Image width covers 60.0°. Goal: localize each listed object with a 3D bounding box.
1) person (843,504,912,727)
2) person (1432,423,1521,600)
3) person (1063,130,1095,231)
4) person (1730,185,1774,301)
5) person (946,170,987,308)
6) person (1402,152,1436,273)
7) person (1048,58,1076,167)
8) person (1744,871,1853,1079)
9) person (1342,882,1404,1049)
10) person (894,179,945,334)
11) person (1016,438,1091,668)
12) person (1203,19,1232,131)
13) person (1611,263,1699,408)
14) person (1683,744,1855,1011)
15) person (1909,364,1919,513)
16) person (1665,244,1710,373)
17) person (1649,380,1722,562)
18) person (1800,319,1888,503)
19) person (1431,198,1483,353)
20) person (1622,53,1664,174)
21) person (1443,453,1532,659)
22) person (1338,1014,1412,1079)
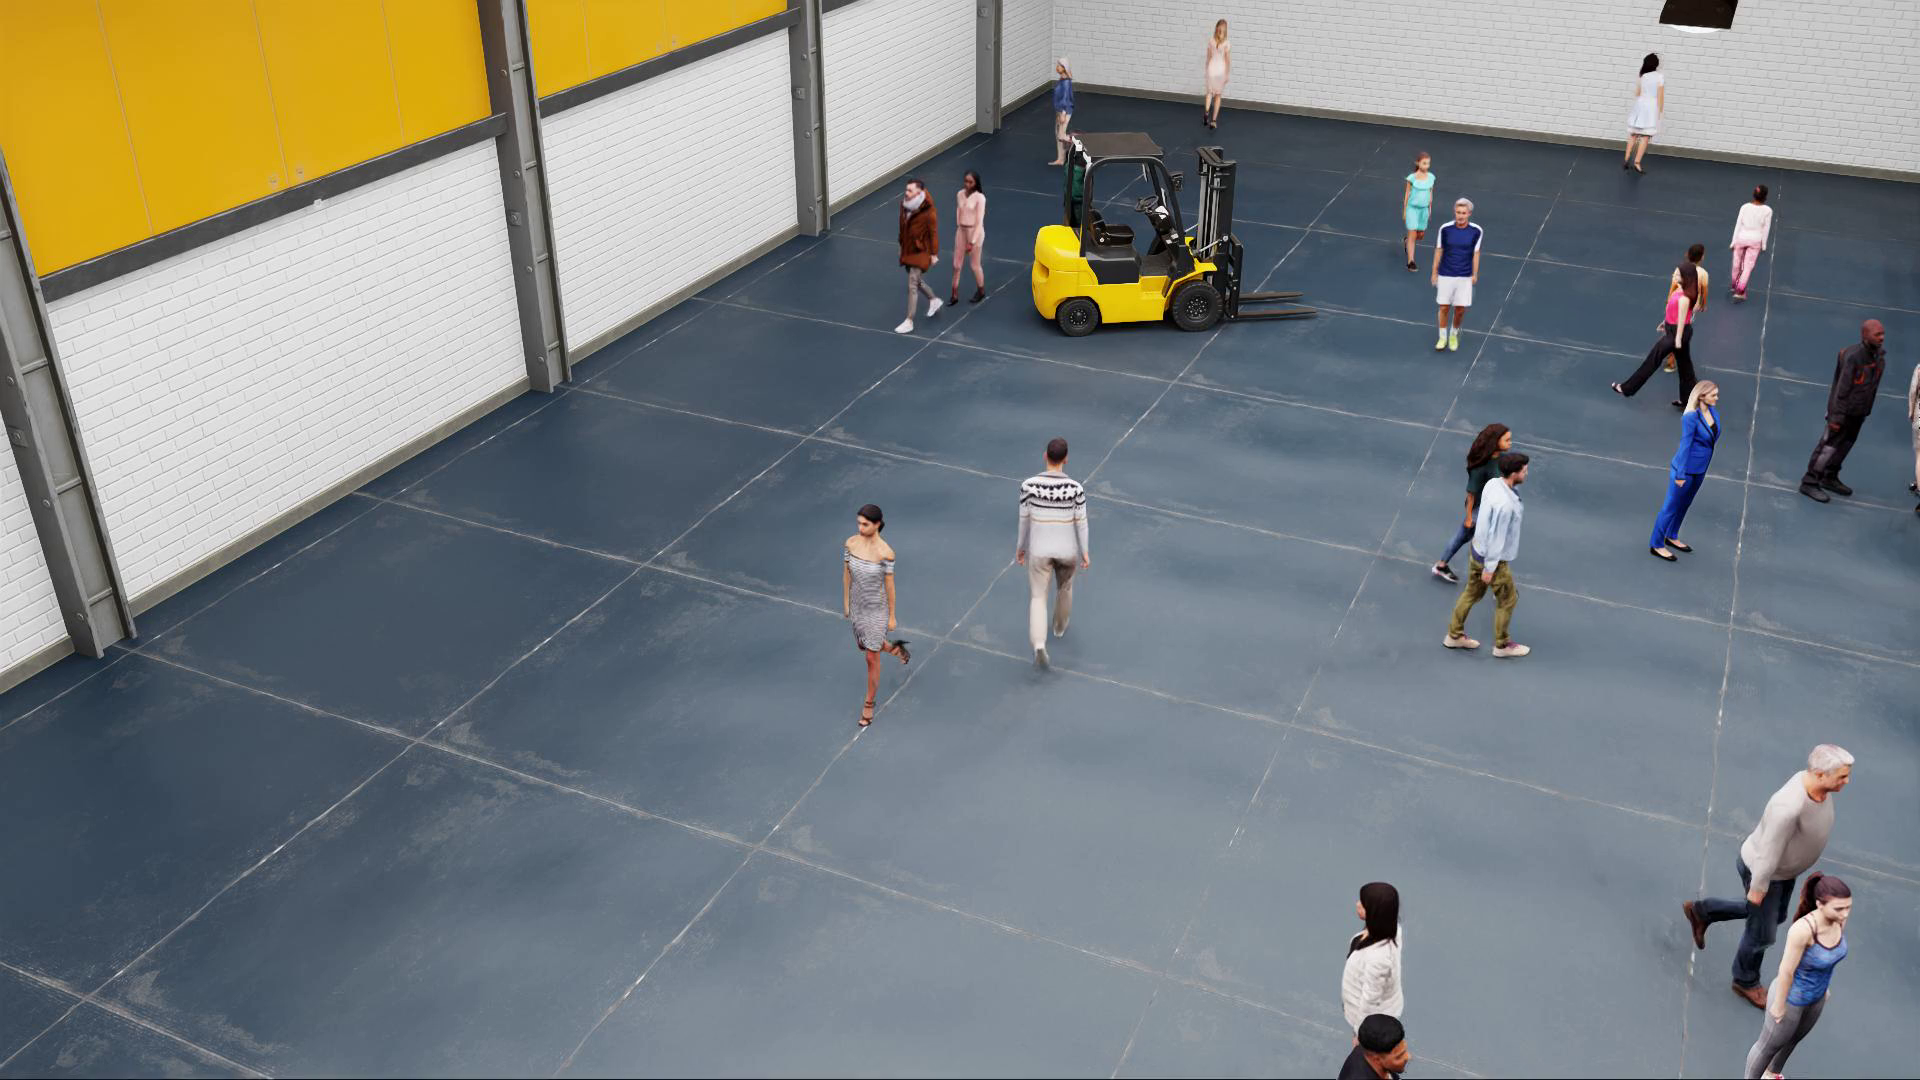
[{"bbox_3d":[-0.622,0.514,12.605,0.660,1.802,1.008,16,32,26],"label":"person"},{"bbox_3d":[4.412,-0.274,14.291,0.871,1.570,1.071,24,37,36],"label":"person"},{"bbox_3d":[1.545,-4.438,21.649,0.767,1.835,0.765,-19,34,-31],"label":"person"},{"bbox_3d":[9.841,-3.723,20.752,0.658,1.438,0.925,19,34,31],"label":"person"},{"bbox_3d":[0.185,-3.708,20.459,0.758,1.692,0.901,24,37,37],"label":"person"},{"bbox_3d":[5.939,-4.321,21.736,0.809,1.545,0.943,-3,29,-6],"label":"person"},{"bbox_3d":[1.695,-6.614,25.796,0.925,1.682,0.907,-4,29,-7],"label":"person"},{"bbox_3d":[4.628,2.499,9.168,0.631,1.608,0.712,-14,32,-24],"label":"person"},{"bbox_3d":[2.268,2.537,9.075,0.710,1.631,0.531,9,30,16],"label":"person"},{"bbox_3d":[-0.461,-3.414,19.803,1.243,1.805,0.968,-25,37,-38],"label":"person"},{"bbox_3d":[0.729,0.129,13.297,1.020,1.816,1.234,2,29,4],"label":"person"},{"bbox_3d":[4.231,-7.707,27.661,0.574,1.816,0.720,13,31,22],"label":"person"},{"bbox_3d":[7.674,-2.119,17.638,0.769,1.605,1.088,18,33,29],"label":"person"},{"bbox_3d":[4.770,1.926,9.937,1.074,1.878,1.052,-21,35,-34],"label":"person"},{"bbox_3d":[9.114,-1.052,15.588,0.725,1.694,0.929,6,29,11],"label":"person"},{"bbox_3d":[8.106,-2.573,18.643,0.672,1.439,0.924,23,36,35],"label":"person"},{"bbox_3d":[6.475,-0.638,14.825,0.620,1.698,0.755,-22,36,-35],"label":"person"},{"bbox_3d":[8.448,-1.269,15.860,0.746,1.815,0.839,-15,32,-25],"label":"person"},{"bbox_3d":[5.715,-3.075,19.162,0.676,1.824,0.621,10,30,18],"label":"person"},{"bbox_3d":[10.529,-6.529,25.526,0.866,1.792,0.827,-12,31,-21],"label":"person"},{"bbox_3d":[4.163,0.126,13.331,0.953,1.787,0.963,2,29,3],"label":"person"},{"bbox_3d":[1.904,2.980,8.054,0.802,1.830,0.647,7,29,13],"label":"person"}]
